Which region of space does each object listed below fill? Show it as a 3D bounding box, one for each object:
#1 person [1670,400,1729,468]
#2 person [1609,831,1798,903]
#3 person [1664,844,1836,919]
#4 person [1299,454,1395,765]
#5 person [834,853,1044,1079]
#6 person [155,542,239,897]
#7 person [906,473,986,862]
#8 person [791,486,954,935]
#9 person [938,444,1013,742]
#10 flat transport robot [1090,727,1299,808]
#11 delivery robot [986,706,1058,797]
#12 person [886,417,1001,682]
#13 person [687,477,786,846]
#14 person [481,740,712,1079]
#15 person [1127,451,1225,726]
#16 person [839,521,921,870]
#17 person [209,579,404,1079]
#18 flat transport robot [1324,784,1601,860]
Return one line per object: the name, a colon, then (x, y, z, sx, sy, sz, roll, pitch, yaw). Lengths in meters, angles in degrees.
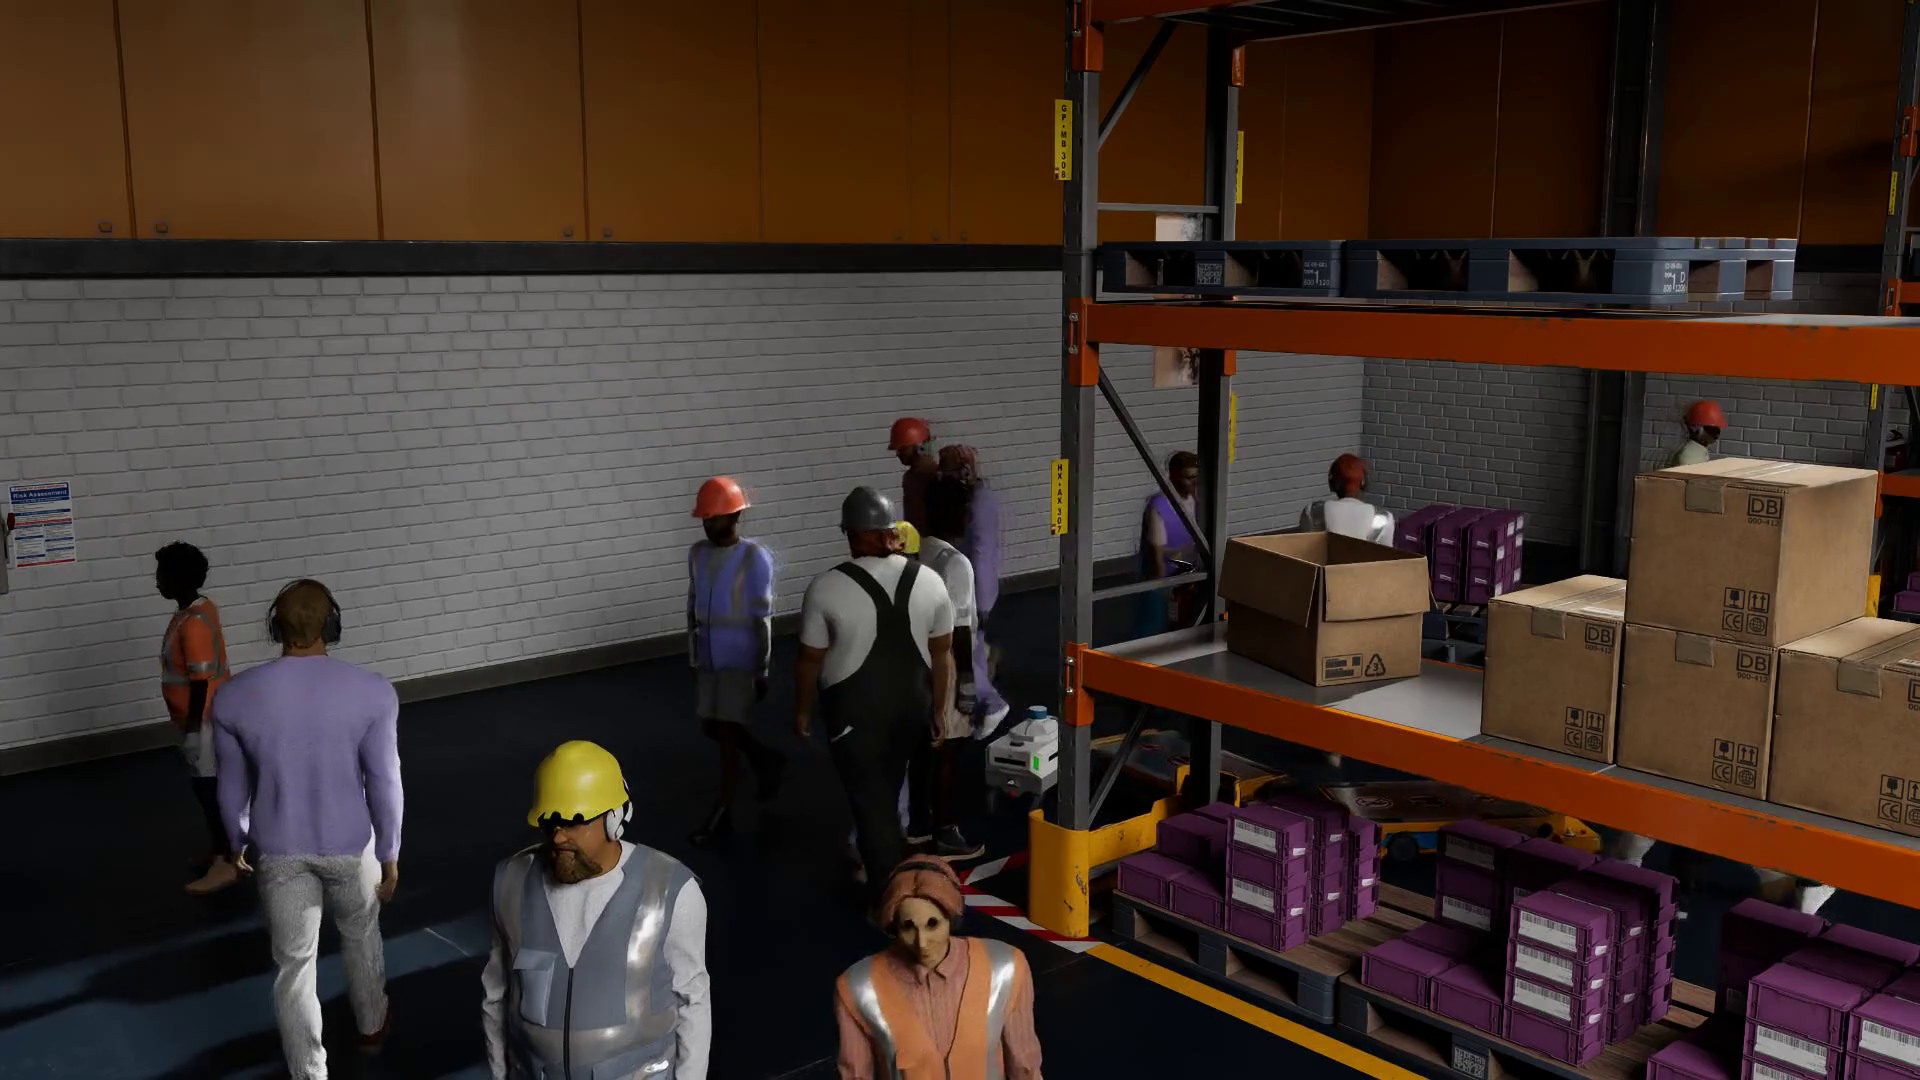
person: (5.443, -0.079, 12.653, 0.774, 1.936, 0.614, 5, 11, 29)
person: (3.542, 0.843, 7.769, 0.997, 1.764, 0.656, 4, 11, 24)
person: (3.576, 0.836, 7.550, 0.952, 1.866, 0.629, 2, 10, 9)
person: (2.325, 0.392, 10.170, 0.587, 1.831, 0.945, 2, 10, 13)
person: (-0.045, 1.526, 4.147, 0.536, 1.619, 0.425, -1, 10, -8)
person: (-3.656, 0.839, 7.993, 0.316, 1.693, 0.584, -4, 11, -23)
person: (-0.084, 0.635, 8.406, 0.371, 1.957, 0.605, -5, 11, -27)
person: (-0.437, 0.715, 7.694, 0.696, 2.000, 0.976, -5, 11, -28)
person: (0.027, 0.341, 10.330, 0.418, 1.881, 0.683, -2, 10, -10)
flat transport robot: (1.211, 1.313, 9.366, 0.652, 0.197, 1.431, -6, 11, -31)
delivery robot: (0.427, 1.158, 9.170, 0.477, 0.478, 0.707, 5, 11, 27)
person: (-0.142, 0.131, 11.359, 0.713, 1.954, 0.665, -4, 11, -24)
person: (-1.180, 0.599, 8.774, 0.551, 1.911, 0.733, 7, 12, 34)
person: (-0.947, 1.398, 4.304, 0.600, 1.829, 0.404, 1, 10, 7)
person: (1.398, 0.314, 10.761, 0.559, 1.784, 0.876, -9, 13, -41)
person: (-0.363, 0.772, 8.299, 0.525, 1.722, 0.885, 7, 12, 35)
person: (-2.333, 1.070, 6.033, 0.635, 1.905, 0.918, -3, 10, -17)
flat transport robot: (2.493, 1.439, 8.631, 1.431, 0.197, 0.652, -1, 10, -6)
